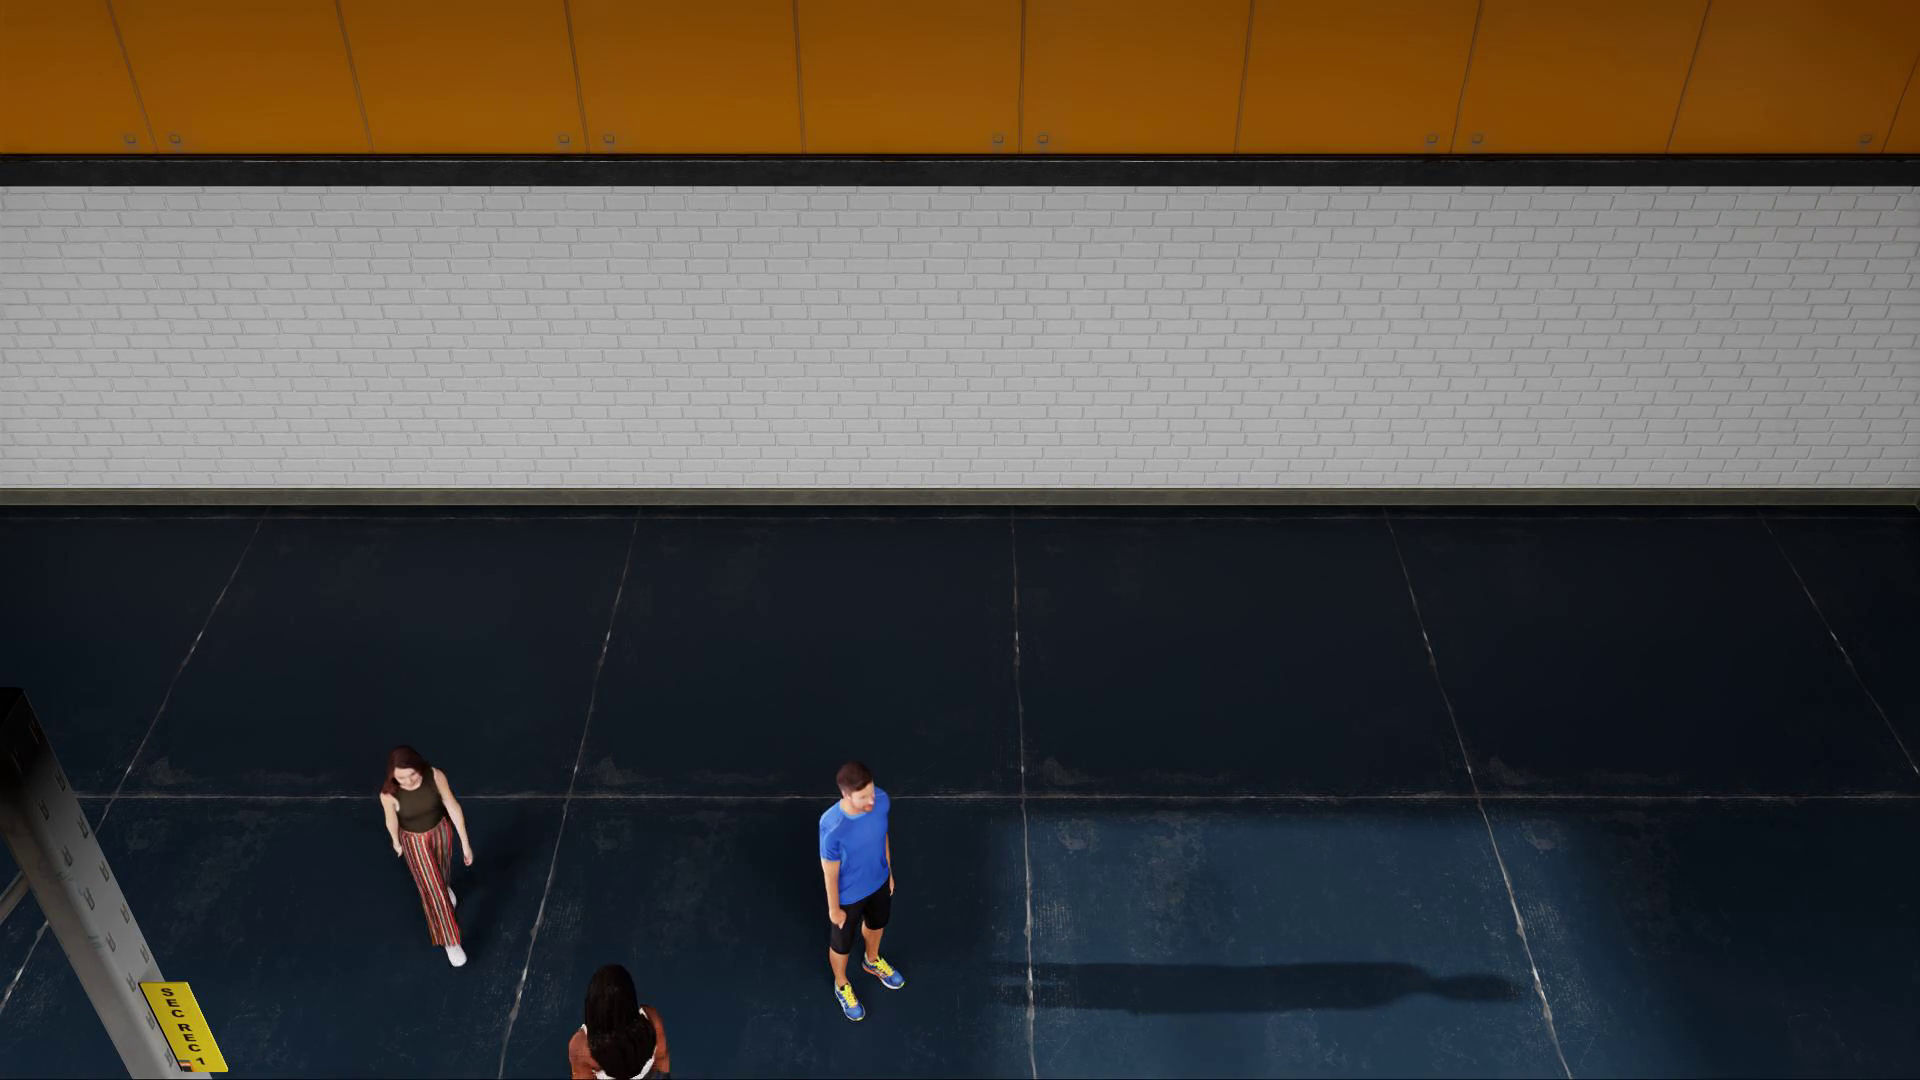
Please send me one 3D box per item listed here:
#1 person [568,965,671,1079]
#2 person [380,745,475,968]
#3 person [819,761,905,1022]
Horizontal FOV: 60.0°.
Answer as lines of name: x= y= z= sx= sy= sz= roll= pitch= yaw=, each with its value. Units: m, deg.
person: x=-1.595 y=2.788 z=8.159 sx=0.914 sy=1.790 sz=1.096 roll=-20 pitch=43 yaw=-23
person: x=-3.146 y=1.678 z=9.766 sx=0.891 sy=1.520 sz=1.051 roll=-23 pitch=44 yaw=-26
person: x=-0.571 y=1.893 z=9.217 sx=0.699 sy=1.868 sz=0.753 roll=-30 pitch=48 yaw=-32
